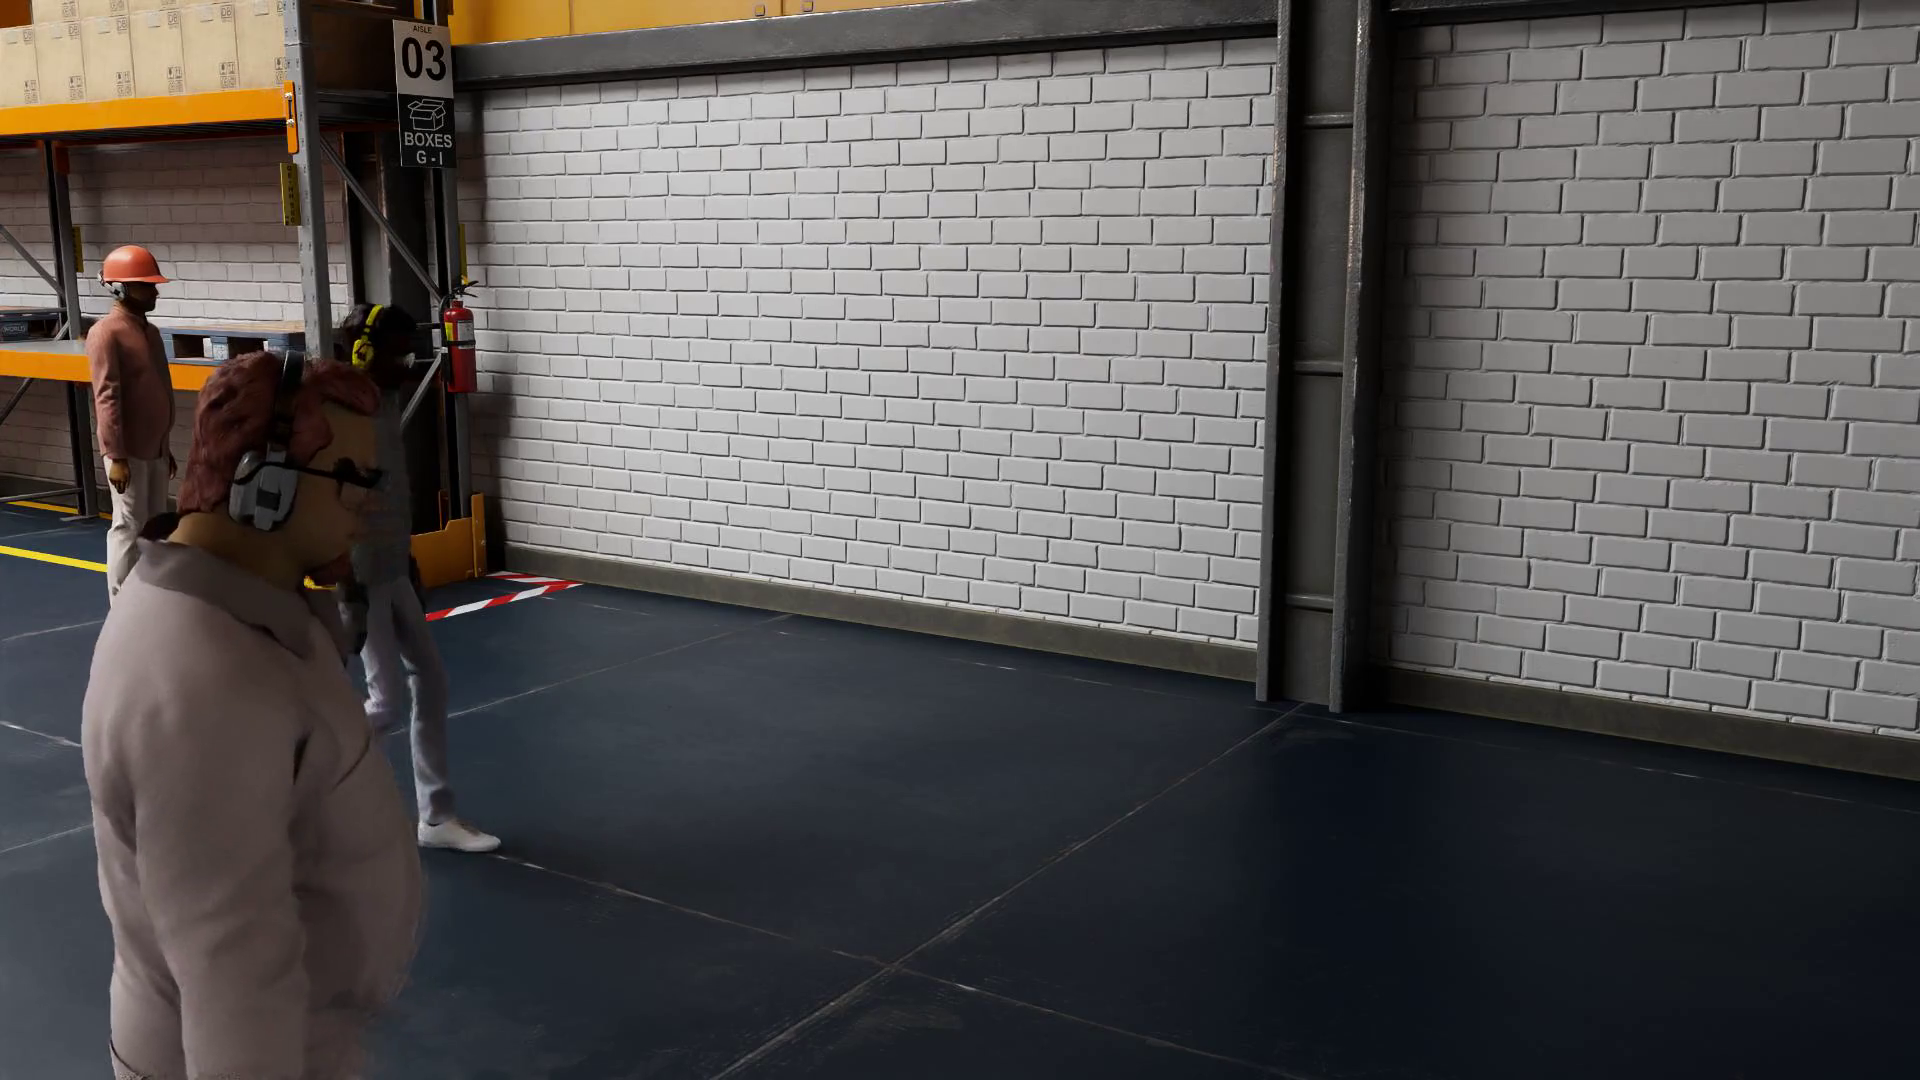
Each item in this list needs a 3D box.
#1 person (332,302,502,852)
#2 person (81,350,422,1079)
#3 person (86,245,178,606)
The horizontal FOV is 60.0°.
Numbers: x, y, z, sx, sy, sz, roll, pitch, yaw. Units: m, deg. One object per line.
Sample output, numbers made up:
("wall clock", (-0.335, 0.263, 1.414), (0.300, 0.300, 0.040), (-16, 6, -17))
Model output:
("person", (-1.867, 0.135, 5.474), (0.670, 1.825, 0.587), (1, 10, 5))
("person", (-0.994, 0.693, 2.241), (0.532, 1.886, 0.816), (-5, 11, -25))
("person", (-4.072, -0.456, 8.286), (0.397, 1.992, 0.622), (-1, 10, -3))
